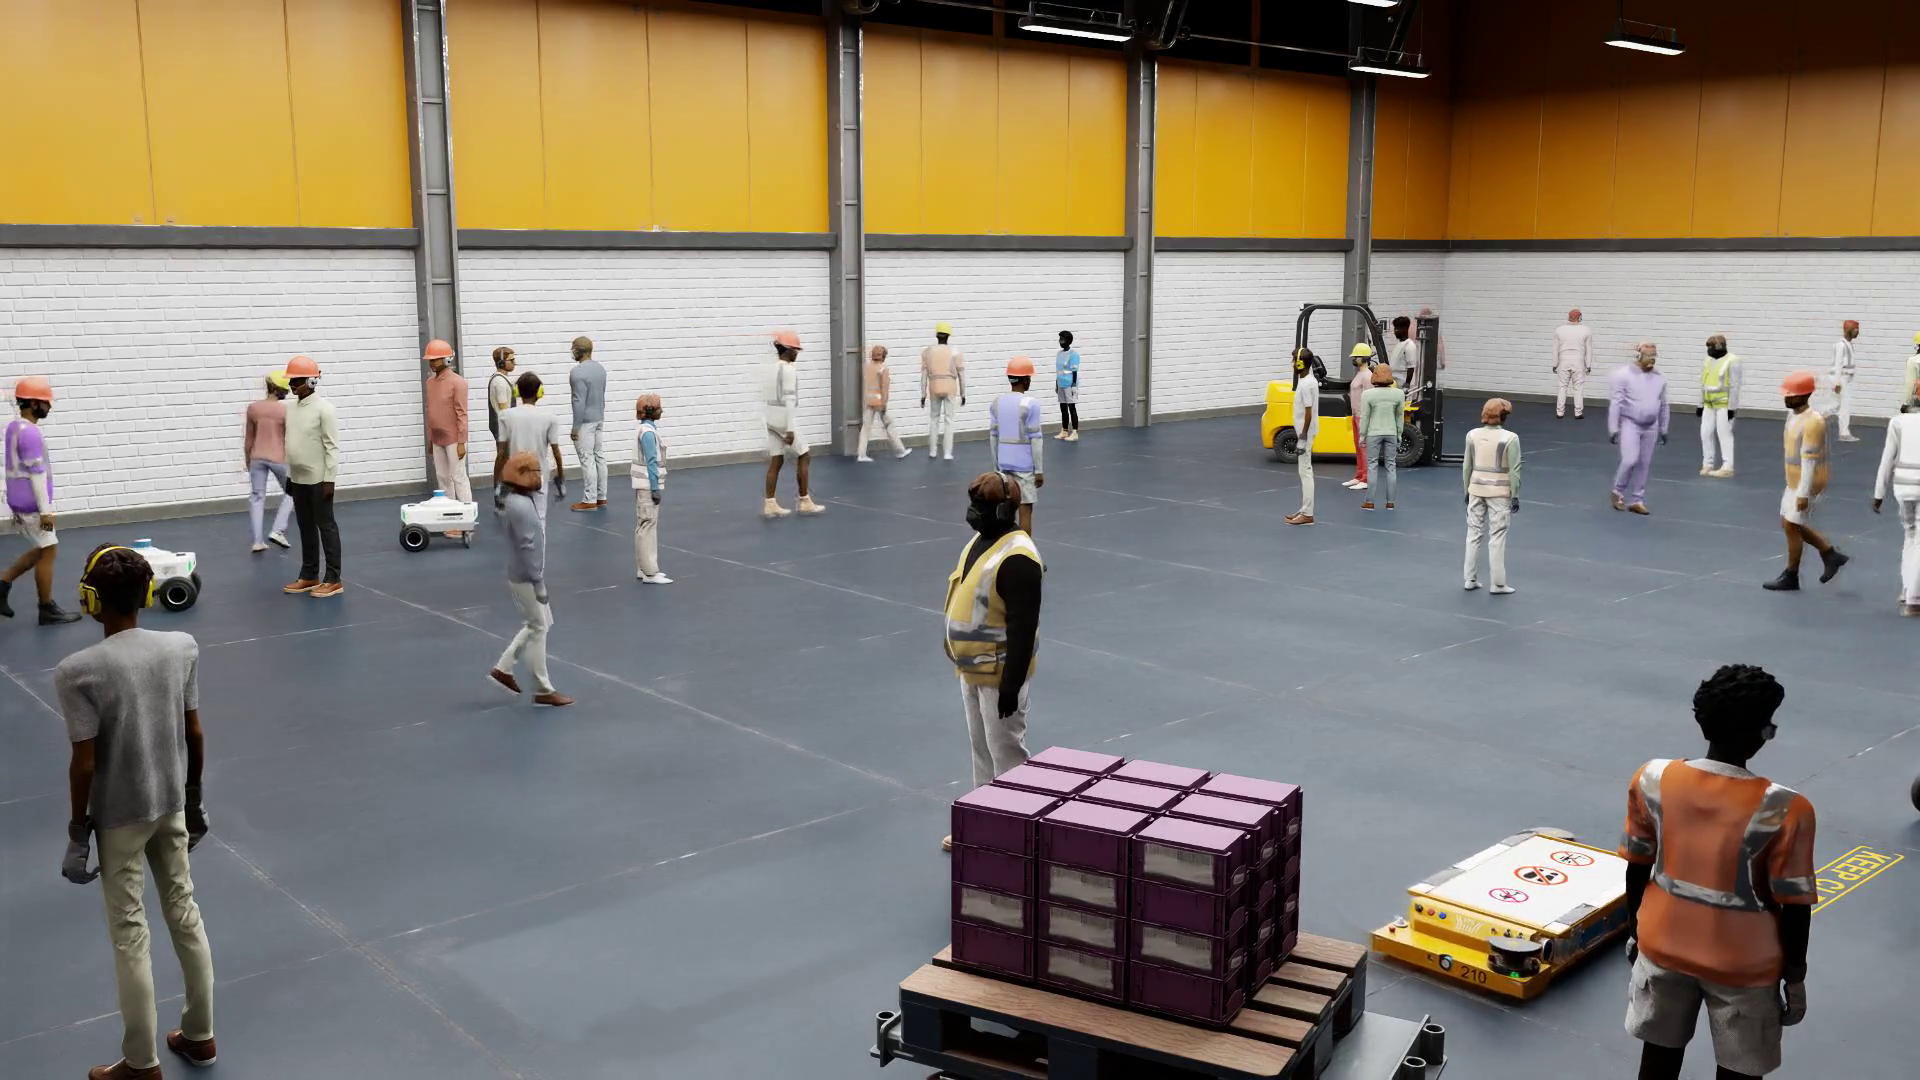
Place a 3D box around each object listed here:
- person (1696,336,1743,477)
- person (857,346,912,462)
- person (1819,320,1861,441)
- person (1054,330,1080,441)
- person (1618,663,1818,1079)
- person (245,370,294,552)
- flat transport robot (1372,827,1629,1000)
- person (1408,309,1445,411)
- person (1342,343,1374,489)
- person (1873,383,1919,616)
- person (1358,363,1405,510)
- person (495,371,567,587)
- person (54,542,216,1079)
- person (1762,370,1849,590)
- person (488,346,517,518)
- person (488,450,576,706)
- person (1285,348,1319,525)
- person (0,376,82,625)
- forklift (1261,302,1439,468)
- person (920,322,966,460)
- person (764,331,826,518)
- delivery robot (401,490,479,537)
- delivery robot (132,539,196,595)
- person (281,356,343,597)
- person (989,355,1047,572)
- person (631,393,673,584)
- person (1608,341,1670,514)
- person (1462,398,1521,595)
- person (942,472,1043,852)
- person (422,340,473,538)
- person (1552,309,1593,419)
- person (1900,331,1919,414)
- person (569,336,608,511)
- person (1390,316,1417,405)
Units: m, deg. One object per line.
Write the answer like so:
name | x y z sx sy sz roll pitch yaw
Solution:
person | 9.746 -1.709 21.333 0.437 1.807 0.647 -2 10 -12
person | -1.074 -1.866 22.844 0.856 1.588 0.503 -9 13 -43
person | 13.413 -2.445 25.449 0.752 1.862 0.577 7 12 36
person | 1.632 -2.355 25.395 0.319 1.692 0.536 -5 11 -29
person | 2.122 1.181 4.690 0.317 1.690 0.540 -8 13 -41
person | -6.586 -0.745 15.866 0.636 1.723 0.463 1 10 7
flat transport robot | 2.382 1.510 6.920 1.431 0.197 0.652 -10 14 -44
person | 8.488 -3.264 30.246 0.671 1.849 1.008 9 13 41
person | 4.843 -1.494 20.140 0.312 1.769 0.525 0 10 0
person | 7.581 -0.340 13.091 0.532 1.860 0.665 -6 11 -31
person | 4.671 -1.143 18.458 0.500 1.636 0.280 -1 10 -4
person | -3.620 -0.501 14.079 0.572 1.844 0.625 -1 10 -5
person | -2.785 0.934 5.619 0.328 1.872 0.513 5 11 28
person | 7.076 -0.478 13.832 0.757 1.886 0.602 0 10 2
person | -4.919 -1.166 17.980 0.329 1.844 0.516 -4 10 -20
person | -2.676 0.246 10.356 0.461 1.627 0.521 -3 10 -15
person | 3.599 -1.087 17.470 0.332 1.865 0.520 3 10 15
person | -7.077 -0.280 12.600 0.582 1.914 0.543 -7 12 -36
forklift | 5.320 -2.157 22.763 2.313 2.155 1.214 3 10 16
person | -0.235 -2.063 23.081 0.622 1.912 0.564 1 10 8
person | -1.810 -1.246 17.976 0.838 2.004 0.633 -6 11 -32
delivery robot | -5.013 -0.238 16.049 0.707 0.478 0.477 -3 10 -14
delivery robot | -6.493 0.237 13.268 0.707 0.478 0.477 -4 10 -20
person | -5.389 -0.526 13.799 0.612 1.995 0.376 6 11 32
person | 0.524 -0.668 14.791 0.542 1.939 0.366 8 13 40
person | -2.677 -0.443 14.347 0.314 1.642 0.514 -3 10 -17
person | 7.428 -1.221 18.153 0.676 1.893 0.426 -2 10 -11
person | 4.437 -0.365 13.903 0.311 1.636 0.523 -8 13 -39
person | 0.142 0.602 7.639 0.429 1.847 0.626 -3 10 -20
person | -5.155 -1.014 16.684 0.615 1.987 0.407 7 12 37
person | 10.610 -3.047 28.819 0.651 1.906 0.403 5 11 27
person | 12.791 -1.871 22.167 0.590 1.827 0.404 -3 10 -17
person | -4.126 -1.286 18.414 0.357 1.937 0.638 3 10 15
person | 6.343 -2.238 23.913 0.368 1.963 0.603 -1 10 -5
